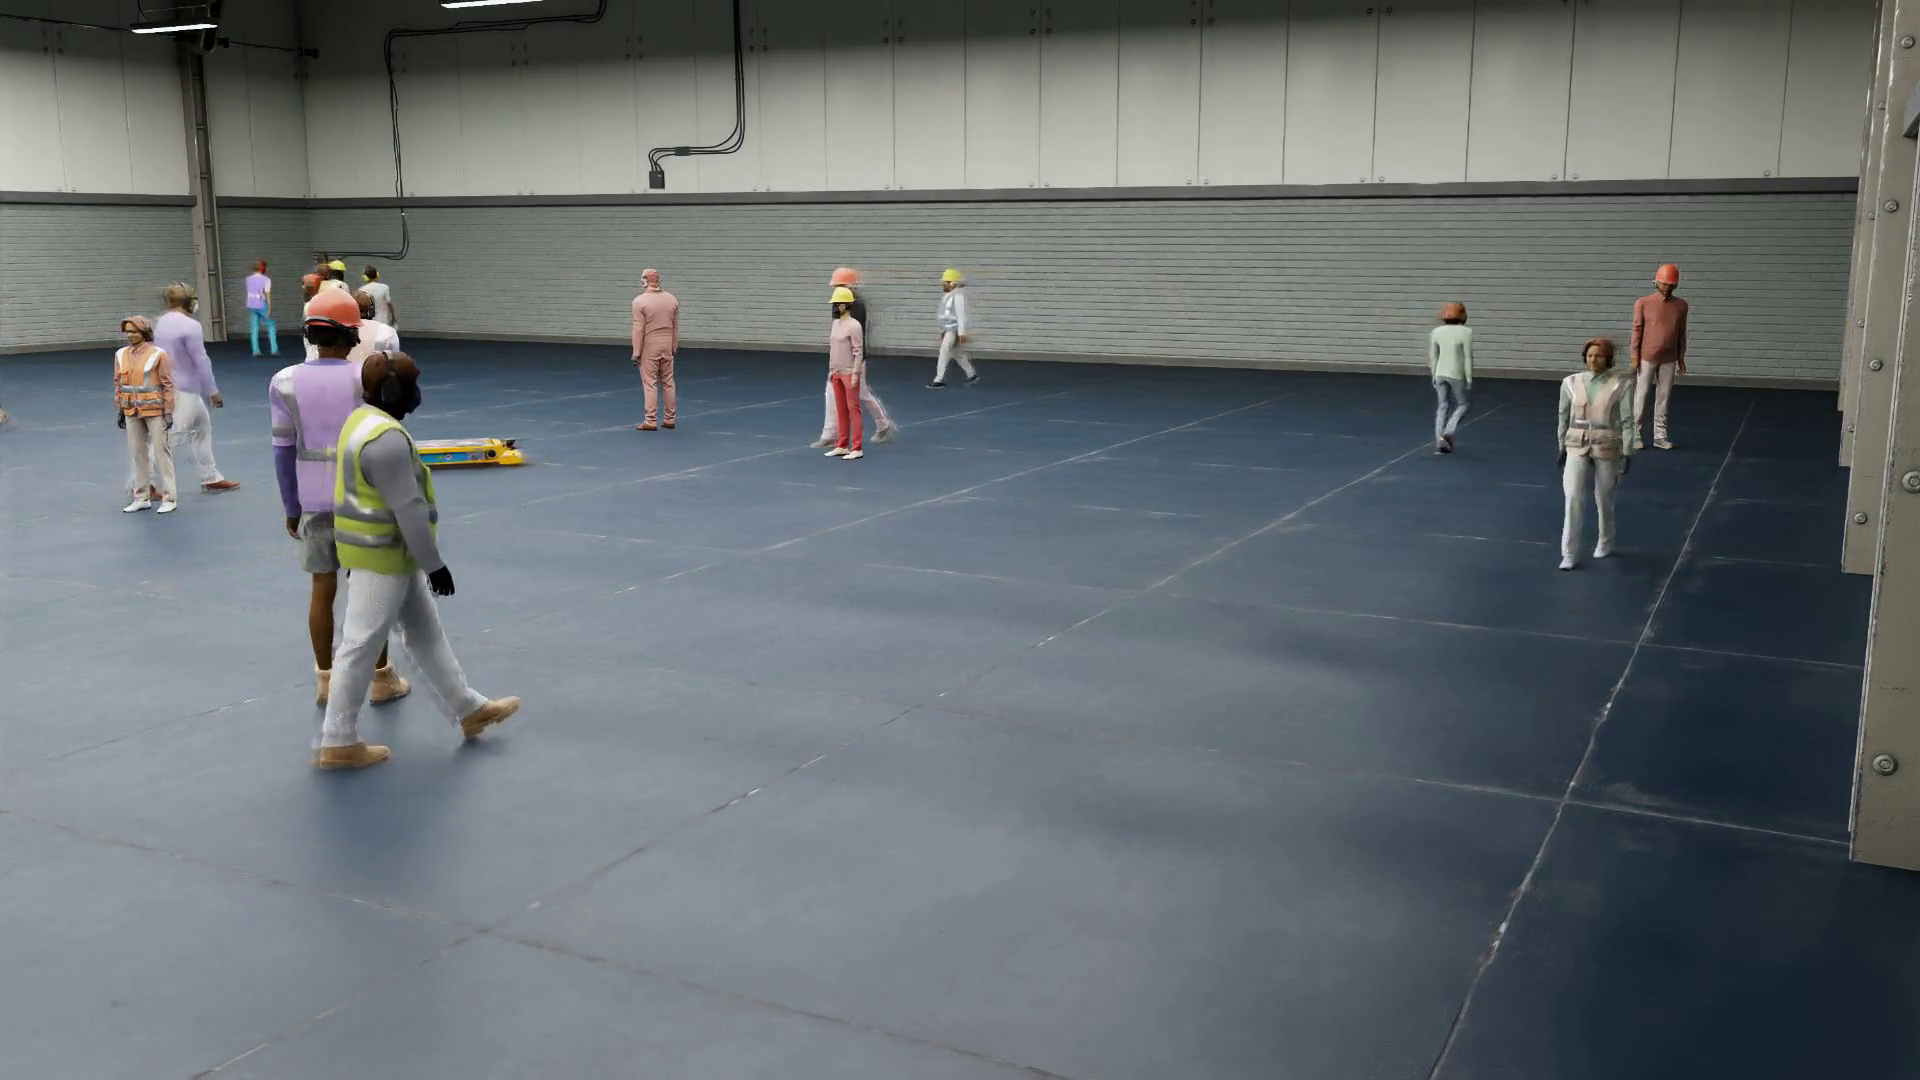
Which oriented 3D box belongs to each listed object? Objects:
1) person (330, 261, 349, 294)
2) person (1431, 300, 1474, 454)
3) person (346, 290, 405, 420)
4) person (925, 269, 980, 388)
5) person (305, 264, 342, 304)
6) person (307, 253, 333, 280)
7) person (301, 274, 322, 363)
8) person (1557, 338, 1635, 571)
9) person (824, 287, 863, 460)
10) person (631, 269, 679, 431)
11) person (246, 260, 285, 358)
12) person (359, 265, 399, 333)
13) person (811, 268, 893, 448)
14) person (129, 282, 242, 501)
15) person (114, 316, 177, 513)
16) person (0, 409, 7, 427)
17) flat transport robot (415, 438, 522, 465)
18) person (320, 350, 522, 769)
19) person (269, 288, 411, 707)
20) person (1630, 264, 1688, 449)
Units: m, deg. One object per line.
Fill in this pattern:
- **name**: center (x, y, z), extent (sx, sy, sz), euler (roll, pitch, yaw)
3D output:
- **person**: center (-10.156, -3.639, 27.337), extent (0.591, 1.873, 0.983), euler (9, 13, 39)
- **person**: center (5.168, -1.701, 17.458), extent (0.347, 1.616, 0.522), euler (-9, 13, -39)
- **person**: center (-4.941, -1.153, 13.873), extent (0.637, 1.842, 0.429), euler (-1, 10, -6)
- **person**: center (-0.078, -3.193, 25.131), extent (0.893, 1.800, 0.601), euler (-4, 11, -18)
- **person**: center (-9.949, -3.410, 26.179), extent (0.634, 1.842, 0.429), euler (0, 10, 2)
- **person**: center (-13.213, -4.999, 34.603), extent (0.627, 1.933, 0.371), euler (1, 10, 5)
- **person**: center (-7.659, -2.209, 19.649), extent (0.979, 1.829, 0.596), euler (1, 10, 5)
- **person**: center (4.447, -0.620, 11.632), extent (0.528, 1.599, 0.844), euler (6, 12, 31)
- **person**: center (-1.191, -1.711, 17.121), extent (0.317, 1.769, 0.523), euler (-7, 13, -35)
- **person**: center (-3.620, -2.242, 19.652), extent (0.409, 1.903, 0.639), euler (9, 14, 41)
- **person**: center (-13.091, -4.332, 31.276), extent (0.577, 1.816, 0.725), euler (3, 11, 17)
- **person**: center (-9.239, -3.430, 26.327), extent (0.553, 1.830, 0.825), euler (2, 11, 13)
- **person**: center (-1.152, -1.980, 18.097), extent (0.969, 1.960, 0.621), euler (-8, 13, -38)
- **person**: center (-6.868, -1.299, 14.545), extent (0.622, 1.902, 0.988), euler (10, 14, 44)
- **person**: center (-6.750, -1.035, 13.788), extent (0.525, 1.636, 0.307), euler (2, 11, 11)
- **person**: center (-11.541, -2.059, 19.287), extent (0.537, 1.673, 0.758), euler (4, 11, 21)
- **flat transport robot**: center (-5.148, -0.868, 16.607), extent (1.431, 0.197, 0.652), euler (-4, 11, -20)
- **person**: center (-2.407, 0.080, 7.265), extent (0.931, 1.795, 0.638), euler (-4, 11, -23)
- **person**: center (-3.002, -0.196, 8.104), extent (0.607, 2.044, 0.378), euler (0, 10, -2)
- **person**: center (7.524, -1.963, 17.901), extent (0.611, 1.985, 0.393), euler (-1, 10, -4)
